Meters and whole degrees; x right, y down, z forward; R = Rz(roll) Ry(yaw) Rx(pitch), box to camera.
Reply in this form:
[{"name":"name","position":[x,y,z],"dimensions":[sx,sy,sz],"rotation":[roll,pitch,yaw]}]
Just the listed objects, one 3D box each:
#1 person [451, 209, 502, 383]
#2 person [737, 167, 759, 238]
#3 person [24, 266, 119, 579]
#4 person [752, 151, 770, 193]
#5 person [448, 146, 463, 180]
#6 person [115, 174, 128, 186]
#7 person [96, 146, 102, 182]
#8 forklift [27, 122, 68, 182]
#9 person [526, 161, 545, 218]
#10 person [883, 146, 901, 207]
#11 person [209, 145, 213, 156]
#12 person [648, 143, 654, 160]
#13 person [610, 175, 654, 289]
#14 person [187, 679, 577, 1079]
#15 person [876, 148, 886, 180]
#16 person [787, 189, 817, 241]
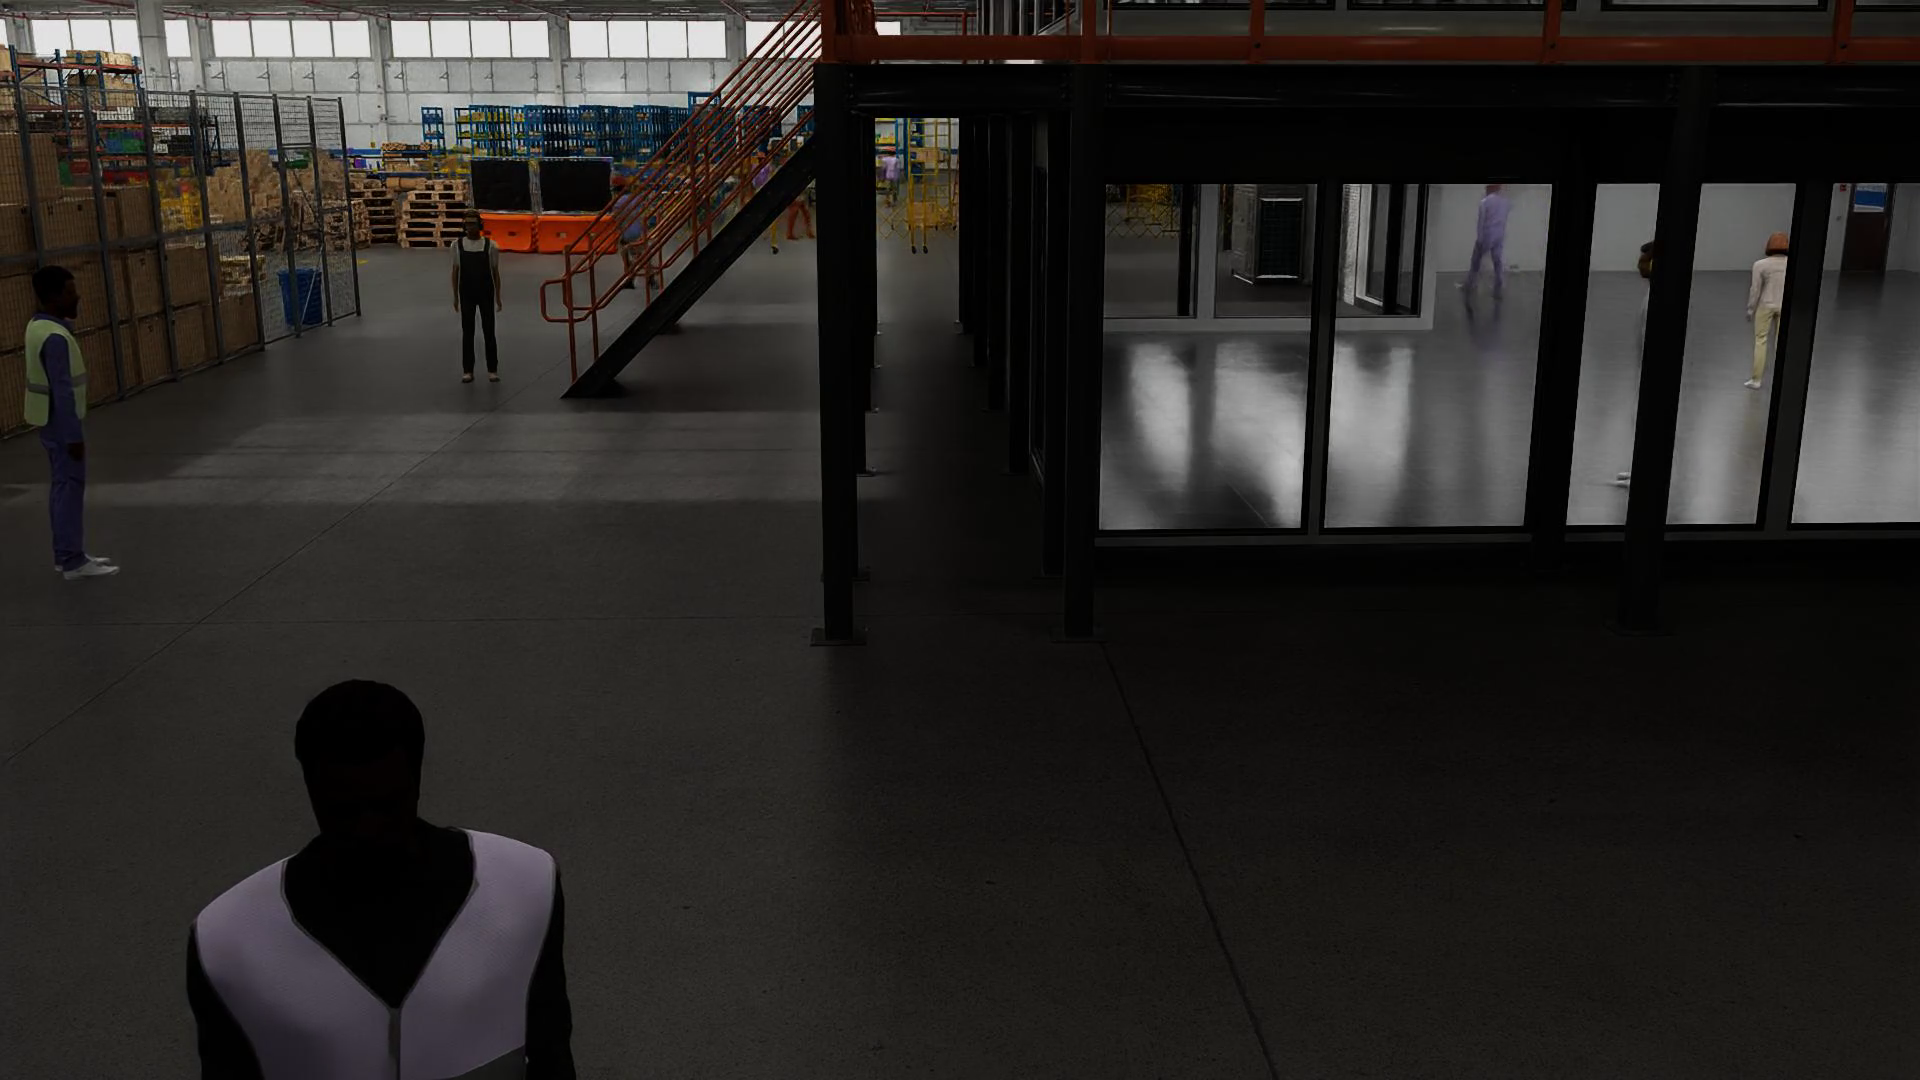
[{"name":"person","position":[-5.194,-2.617,17.890],"dimensions":[0.507,1.847,0.344],"rotation":[-3,14,-13]},{"name":"person","position":[-5.327,-8.144,40.249],"dimensions":[0.785,1.713,0.486],"rotation":[-1,14,-4]},{"name":"person","position":[-5.462,-0.702,10.117],"dimensions":[0.396,1.913,0.591],"rotation":[-9,17,-33]},{"name":"person","position":[-5.859,-10.492,49.170],"dimensions":[0.548,1.942,0.348],"rotation":[-6,15,-23]},{"name":"person","position":[-22.241,-16.456,73.282],"dimensions":[0.741,1.806,0.592],"rotation":[-5,15,-18]},{"name":"person","position":[-19.322,-7.637,38.411],"dimensions":[0.534,1.618,0.382],"rotation":[12,18,40]},{"name":"person","position":[-28.988,-12.237,55.950],"dimensions":[0.380,2.039,0.607],"rotation":[-12,18,-39]},{"name":"forklift","position":[-35.376,-14.773,64.377],"dimensions":[1.129,2.768,1.873],"rotation":[-1,14,-2]},{"name":"person","position":[-10.614,-8.605,41.884],"dimensions":[0.659,1.809,0.630],"rotation":[-3,14,-12]},{"name":"person","position":[-2.284,-12.130,55.556],"dimensions":[0.622,2.027,0.784],"rotation":[1,14,6]},{"name":"person","position":[-39.827,-20.221,87.976],"dimensions":[0.652,1.971,0.599],"rotation":[-10,17,-34]},{"name":"person","position":[-15.737,-19.324,84.743],"dimensions":[0.709,1.822,0.569],"rotation":[0,14,2]},{"name":"person","position":[-5.545,-5.171,27.988],"dimensions":[0.673,1.907,0.576],"rotation":[9,16,31]},{"name":"person","position":[-0.932,1.128,2.806],"dimensions":[0.584,1.911,0.391],"rotation":[-6,15,-23]},{"name":"person","position":[-3.352,-15.657,70.193],"dimensions":[0.559,1.740,0.682],"rotation":[-9,17,-33]},{"name":"person","position":[-3.715,-8.077,39.477],"dimensions":[0.939,1.951,0.611],"rotation":[3,14,10]}]
